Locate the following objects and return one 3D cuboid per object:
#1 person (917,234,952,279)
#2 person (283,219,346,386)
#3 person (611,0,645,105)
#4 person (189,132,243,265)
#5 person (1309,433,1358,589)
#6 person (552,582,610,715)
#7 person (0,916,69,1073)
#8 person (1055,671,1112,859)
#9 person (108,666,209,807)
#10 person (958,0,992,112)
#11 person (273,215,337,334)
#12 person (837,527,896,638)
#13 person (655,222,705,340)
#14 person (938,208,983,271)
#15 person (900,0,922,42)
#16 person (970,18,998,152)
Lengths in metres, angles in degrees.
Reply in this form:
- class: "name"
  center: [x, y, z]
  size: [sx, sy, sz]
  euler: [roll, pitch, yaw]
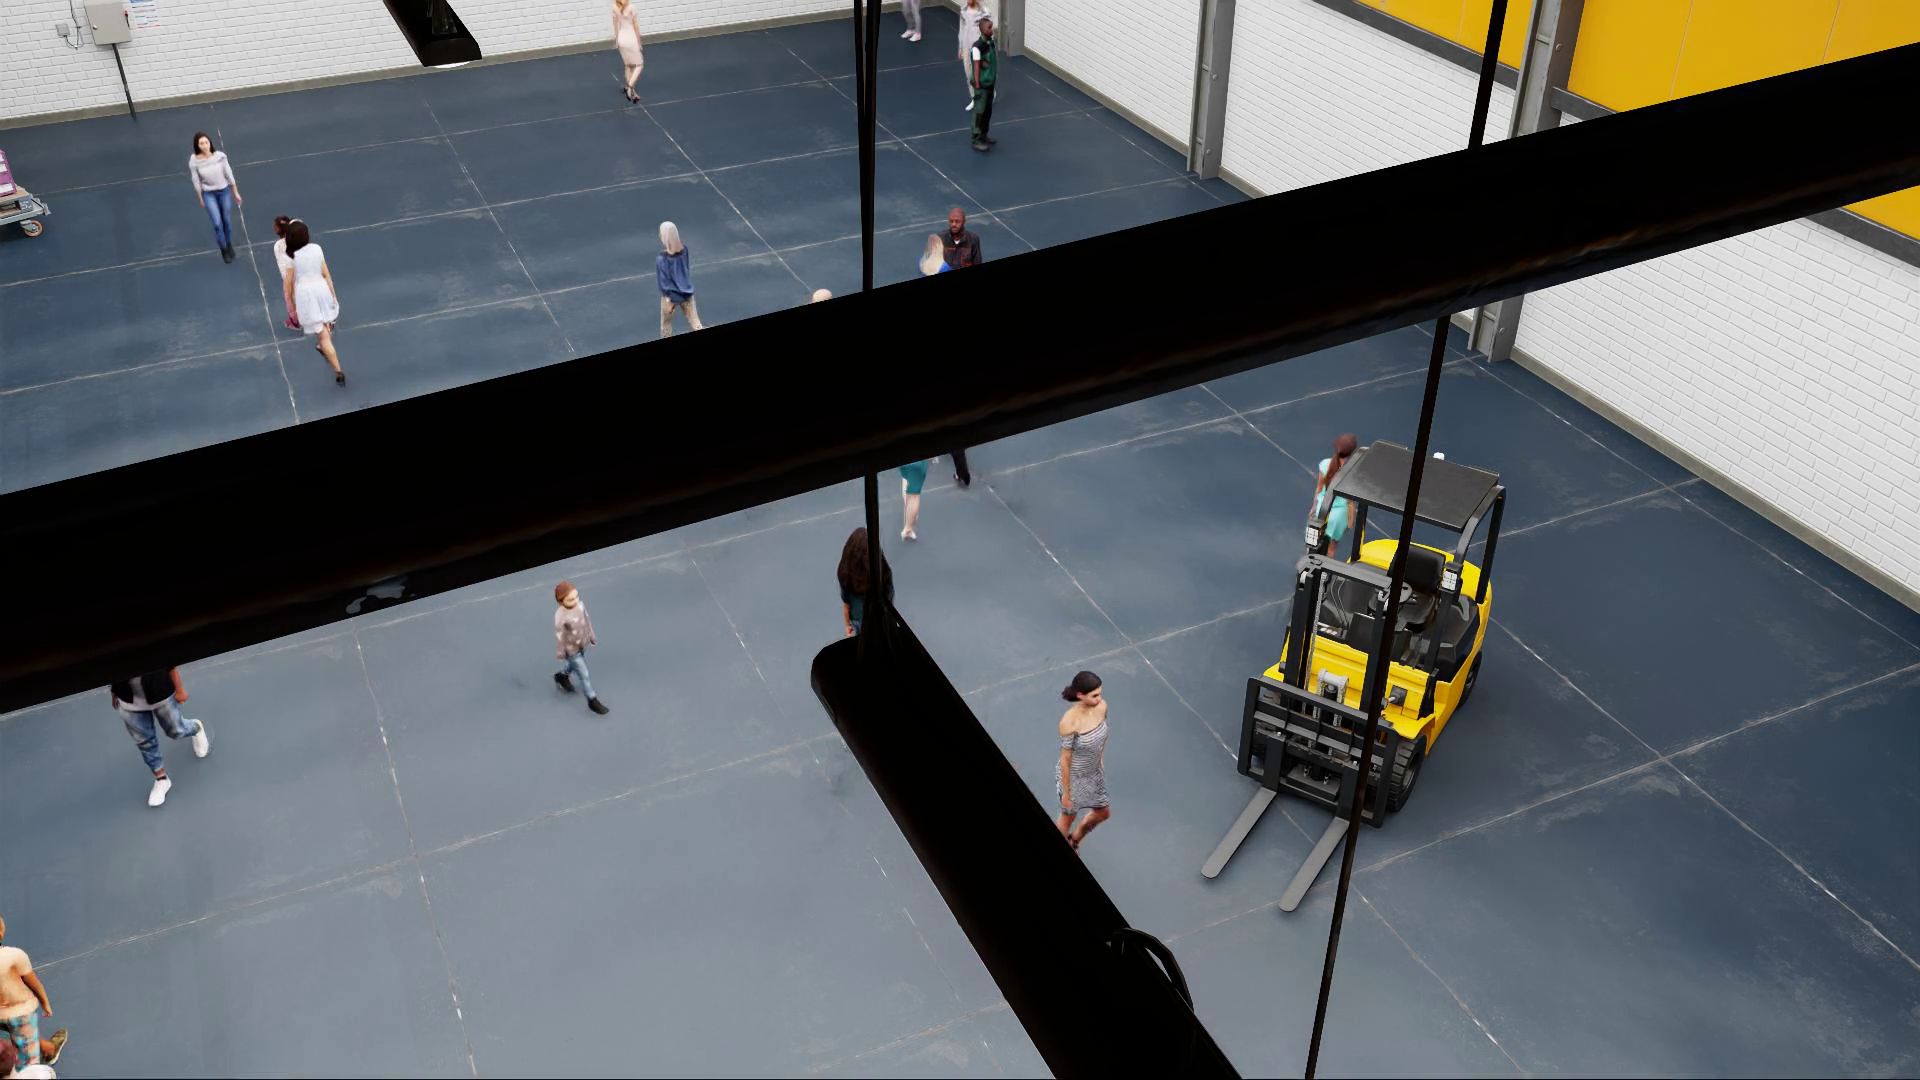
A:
- class: "person"
  center: [-0.251, -2.400, 17.525]
  size: [0.934, 1.690, 0.801]
  euler: [-22, 39, -30]
- class: "person"
  center: [-6.765, -2.452, 17.529]
  size: [0.788, 1.772, 1.193]
  euler: [-22, 39, -29]
- class: "person"
  center: [-5.004, -7.398, 24.926]
  size: [0.824, 1.821, 0.891]
  euler: [10, 35, 15]
- class: "person"
  center: [-9.109, -4.221, 20.333]
  size: [0.685, 1.614, 0.753]
  euler: [-22, 40, -30]
- class: "person"
  center: [3.177, -0.206, 14.349]
  size: [0.625, 1.551, 0.715]
  euler: [26, 42, 33]
- class: "person"
  center: [-3.088, 0.809, 13.163]
  size: [0.905, 1.175, 0.771]
  euler: [18, 38, 25]
- class: "person"
  center: [-5.632, 2.863, 9.846]
  size: [0.748, 1.425, 1.093]
  euler: [-5, 34, -8]
- class: "person"
  center: [0.747, 1.583, 11.425]
  size: [0.701, 1.810, 0.692]
  euler: [-27, 42, -34]
- class: "person"
  center: [-5.970, 1.043, 12.252]
  size: [0.911, 1.793, 1.086]
  euler: [-2, 34, -3]
- class: "person"
  center: [0.270, -7.361, 24.856]
  size: [0.768, 1.836, 0.866]
  euler: [20, 39, 27]
- class: "person"
  center: [-7.375, -2.956, 18.606]
  size: [1.041, 1.420, 0.853]
  euler: [21, 39, 29]
- class: "person"
  center: [-0.722, 0.659, 13.006]
  size: [0.894, 1.599, 1.023]
  euler: [5, 34, 8]
- class: "person"
  center: [-2.943, -2.559, 17.799]
  size: [1.236, 1.651, 1.006]
  euler: [22, 40, 30]
- class: "person"
  center: [-0.027, -2.719, 17.883]
  size: [0.795, 1.825, 0.784]
  euler: [2, 34, 4]
- class: "person"
  center: [-0.780, -9.106, 27.710]
  size: [0.699, 1.583, 0.533]
  euler: [-13, 36, -18]
- class: "person"
  center: [0.329, -6.451, 23.487]
  size: [0.817, 1.838, 0.776]
  euler: [14, 36, 20]
